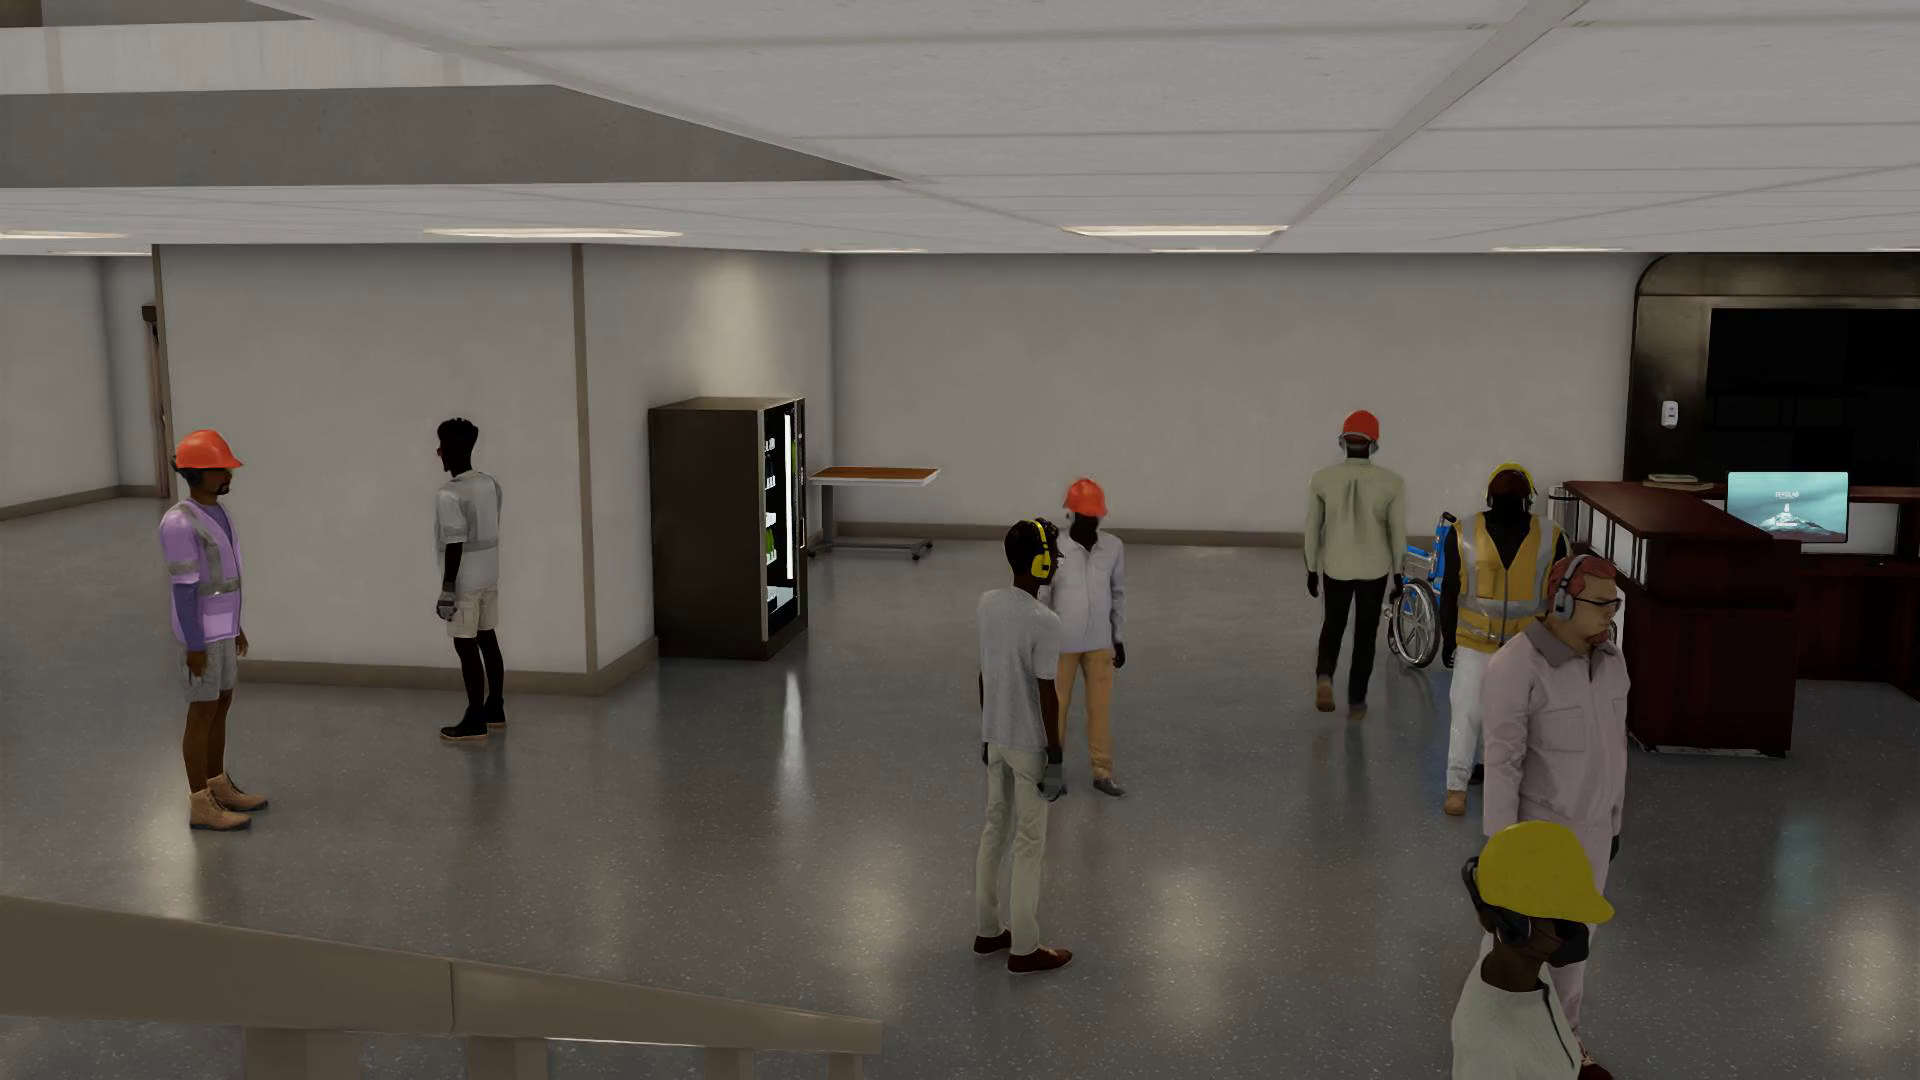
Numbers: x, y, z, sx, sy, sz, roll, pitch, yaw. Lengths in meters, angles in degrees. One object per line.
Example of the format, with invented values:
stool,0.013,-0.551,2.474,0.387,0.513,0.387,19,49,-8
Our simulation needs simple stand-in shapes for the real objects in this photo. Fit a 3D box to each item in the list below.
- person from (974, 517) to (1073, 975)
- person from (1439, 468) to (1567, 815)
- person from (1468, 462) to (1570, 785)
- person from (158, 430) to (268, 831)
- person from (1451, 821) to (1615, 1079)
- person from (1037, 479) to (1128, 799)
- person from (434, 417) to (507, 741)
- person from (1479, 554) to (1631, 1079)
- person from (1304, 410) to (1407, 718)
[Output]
person,0.250,0.833,6.769,0.324,1.861,0.510,-7,12,-37
person,2.816,0.537,8.670,0.624,1.837,0.430,2,9,13
person,3.002,0.479,9.088,0.406,1.821,0.600,-9,13,-44
person,-3.819,0.455,8.527,0.380,2.045,0.605,-1,9,-4
person,1.130,1.424,3.405,0.312,1.767,0.533,4,10,25
person,0.673,0.543,8.935,0.601,1.737,0.553,-3,10,-21
person,-2.993,0.237,10.110,0.361,1.963,0.613,2,9,12
person,2.063,0.986,5.720,0.652,1.900,0.398,-5,10,-28
person,2.483,0.173,10.463,0.621,1.977,0.534,4,10,23
